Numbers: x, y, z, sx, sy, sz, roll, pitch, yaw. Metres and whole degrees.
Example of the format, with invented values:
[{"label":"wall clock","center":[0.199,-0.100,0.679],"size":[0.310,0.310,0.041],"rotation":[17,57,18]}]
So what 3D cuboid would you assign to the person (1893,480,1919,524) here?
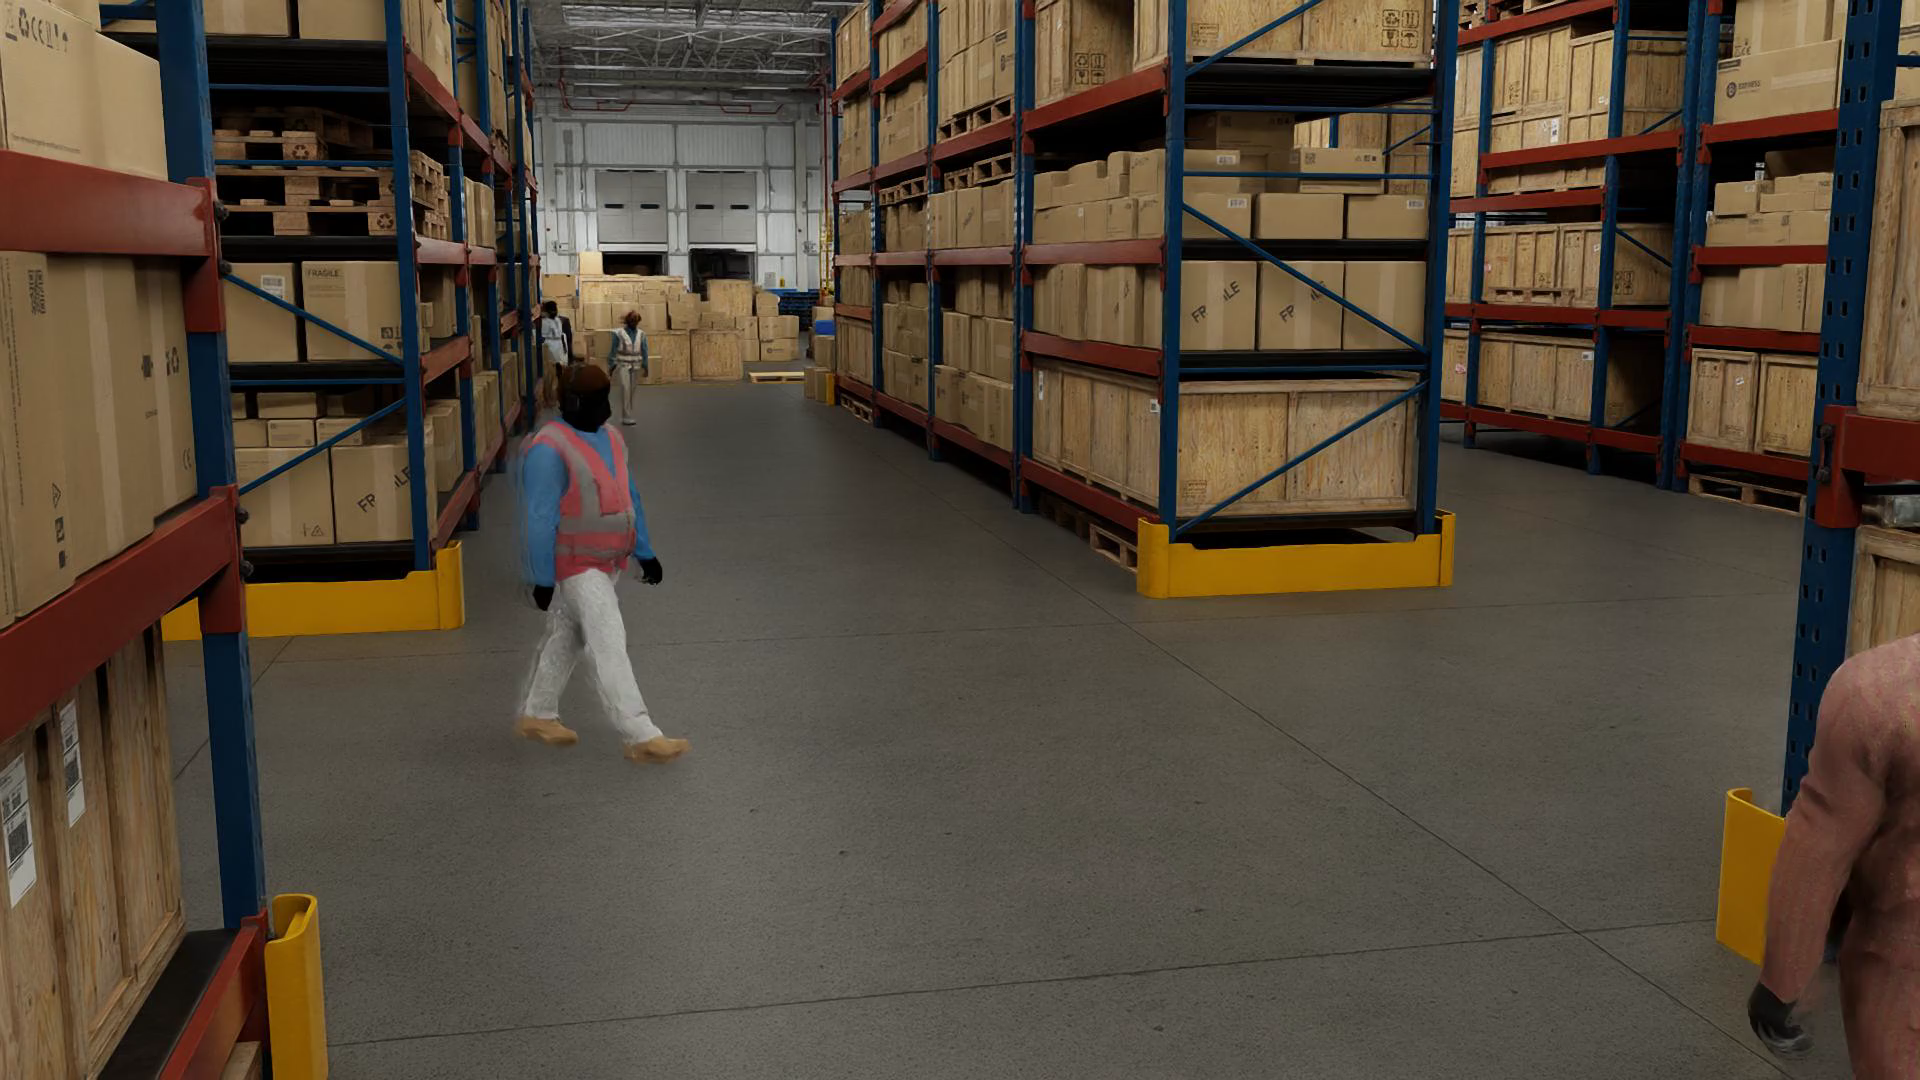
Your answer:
[{"label":"person","center":[3.662,0.328,6.325],"size":[0.693,1.722,0.493],"rotation":[-2,10,-14]}]

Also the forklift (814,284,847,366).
[{"label":"forklift","center":[-2.157,-5.018,35.408],"size":[1.129,2.768,1.873],"rotation":[-9,13,-44]}]

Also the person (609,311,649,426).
[{"label":"person","center":[-4.591,-2.387,23.240],"size":[0.547,1.596,0.799],"rotation":[-7,12,-38]}]

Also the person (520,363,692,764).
[{"label":"person","center":[-1.663,0.101,7.528],"size":[0.955,1.799,0.633],"rotation":[3,10,18]}]

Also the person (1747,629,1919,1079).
[{"label":"person","center":[1.843,0.805,3.019],"size":[0.672,1.869,0.973],"rotation":[-1,9,-4]}]

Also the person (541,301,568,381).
[{"label":"person","center":[-7.139,-3.340,28.921],"size":[0.881,1.645,0.579],"rotation":[3,10,17]}]

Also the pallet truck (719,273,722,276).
[{"label":"pallet truck","center":[-8.580,-8.986,62.280],"size":[1.885,1.965,0.823],"rotation":[1,9,5]}]

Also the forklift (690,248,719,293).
[{"label":"forklift","center":[-8.213,-8.018,53.693],"size":[1.129,2.768,1.873],"rotation":[-8,12,-40]}]
